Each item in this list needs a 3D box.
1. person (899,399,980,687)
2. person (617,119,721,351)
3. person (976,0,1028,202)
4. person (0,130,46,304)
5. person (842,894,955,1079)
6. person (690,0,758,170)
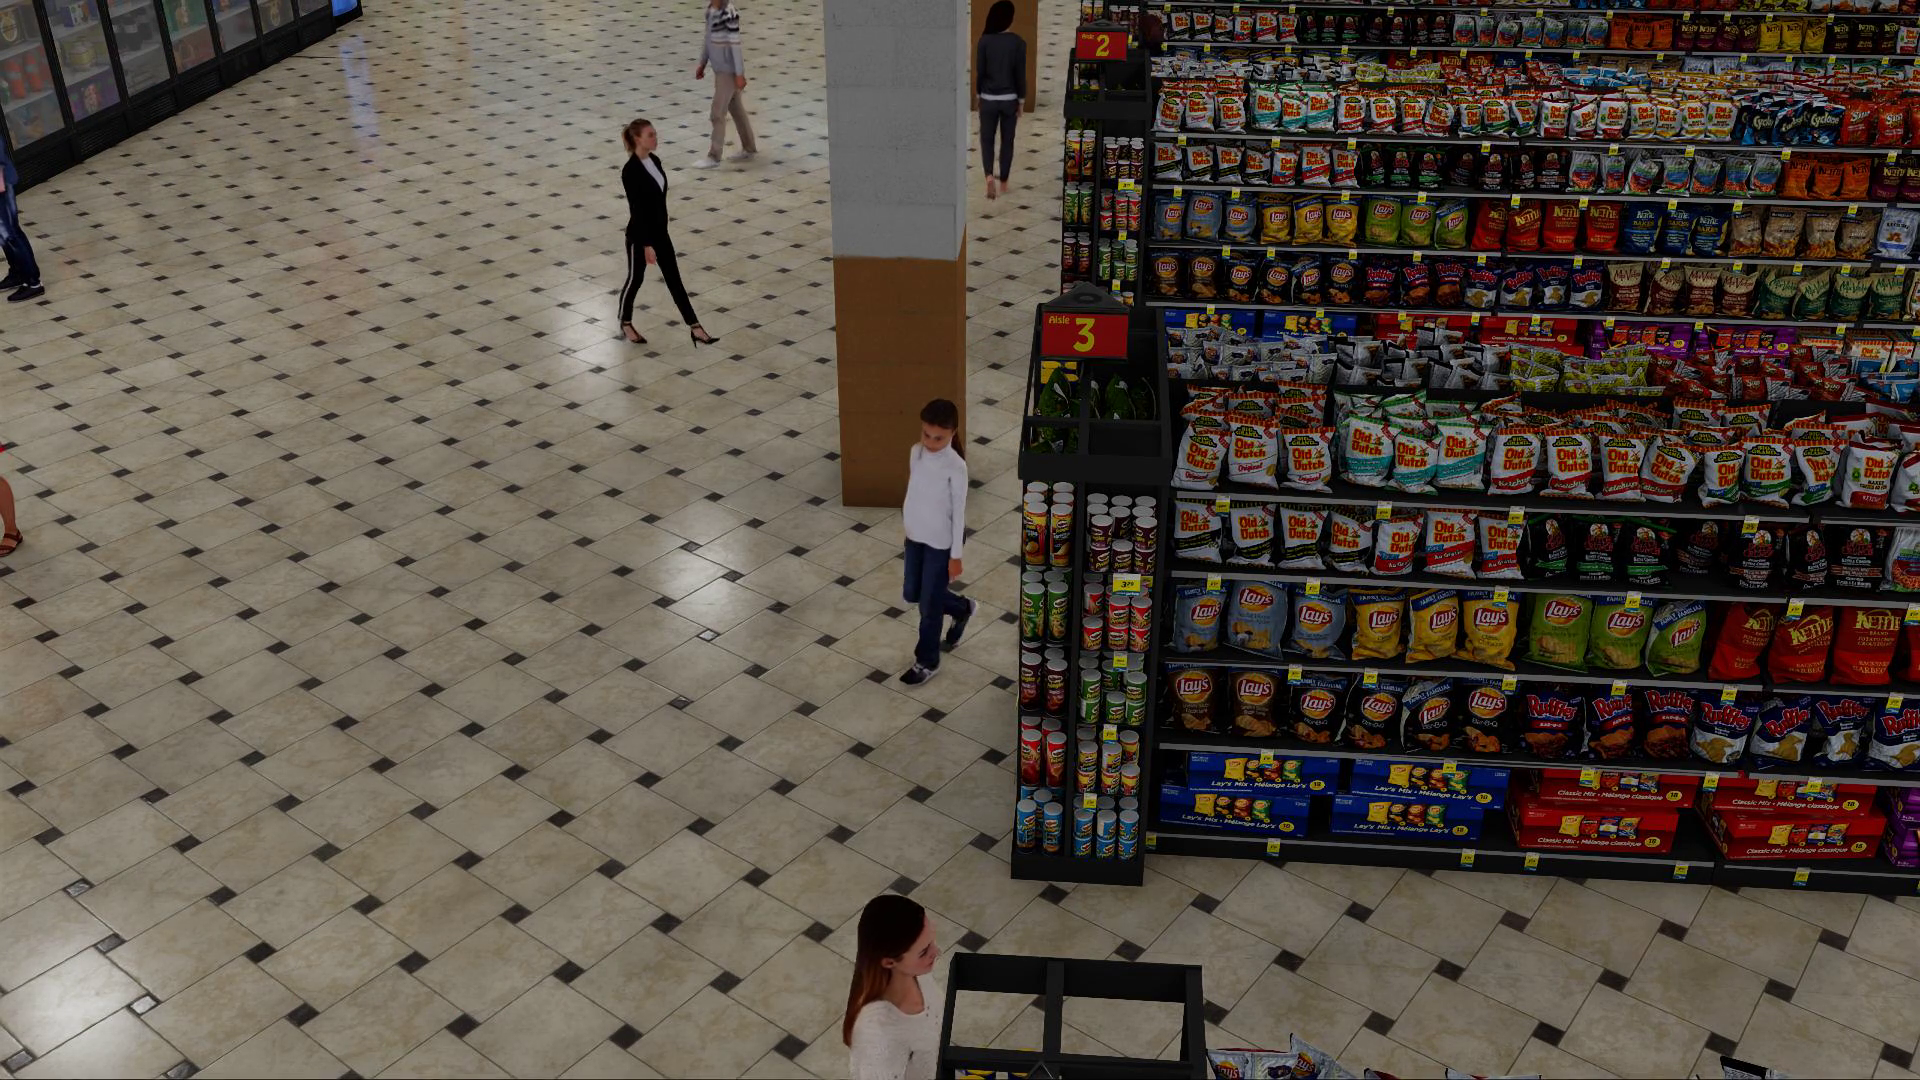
[{"bbox_3d":[-0.056,-0.012,8.028,0.866,1.531,0.830,-24,37,-37],"label":"person"},{"bbox_3d":[-2.284,-2.113,11.745,1.137,1.658,0.860,12,31,21],"label":"person"},{"bbox_3d":[0.350,-3.937,14.990,0.940,1.749,0.688,2,29,3],"label":"person"},{"bbox_3d":[-7.420,-2.753,12.742,0.856,1.825,0.782,-24,37,-37],"label":"person"},{"bbox_3d":[-0.269,1.672,4.786,0.712,1.682,0.629,3,29,5],"label":"person"},{"bbox_3d":[-2.161,-4.527,15.992,1.136,1.826,1.004,-12,31,-21],"label":"person"}]
